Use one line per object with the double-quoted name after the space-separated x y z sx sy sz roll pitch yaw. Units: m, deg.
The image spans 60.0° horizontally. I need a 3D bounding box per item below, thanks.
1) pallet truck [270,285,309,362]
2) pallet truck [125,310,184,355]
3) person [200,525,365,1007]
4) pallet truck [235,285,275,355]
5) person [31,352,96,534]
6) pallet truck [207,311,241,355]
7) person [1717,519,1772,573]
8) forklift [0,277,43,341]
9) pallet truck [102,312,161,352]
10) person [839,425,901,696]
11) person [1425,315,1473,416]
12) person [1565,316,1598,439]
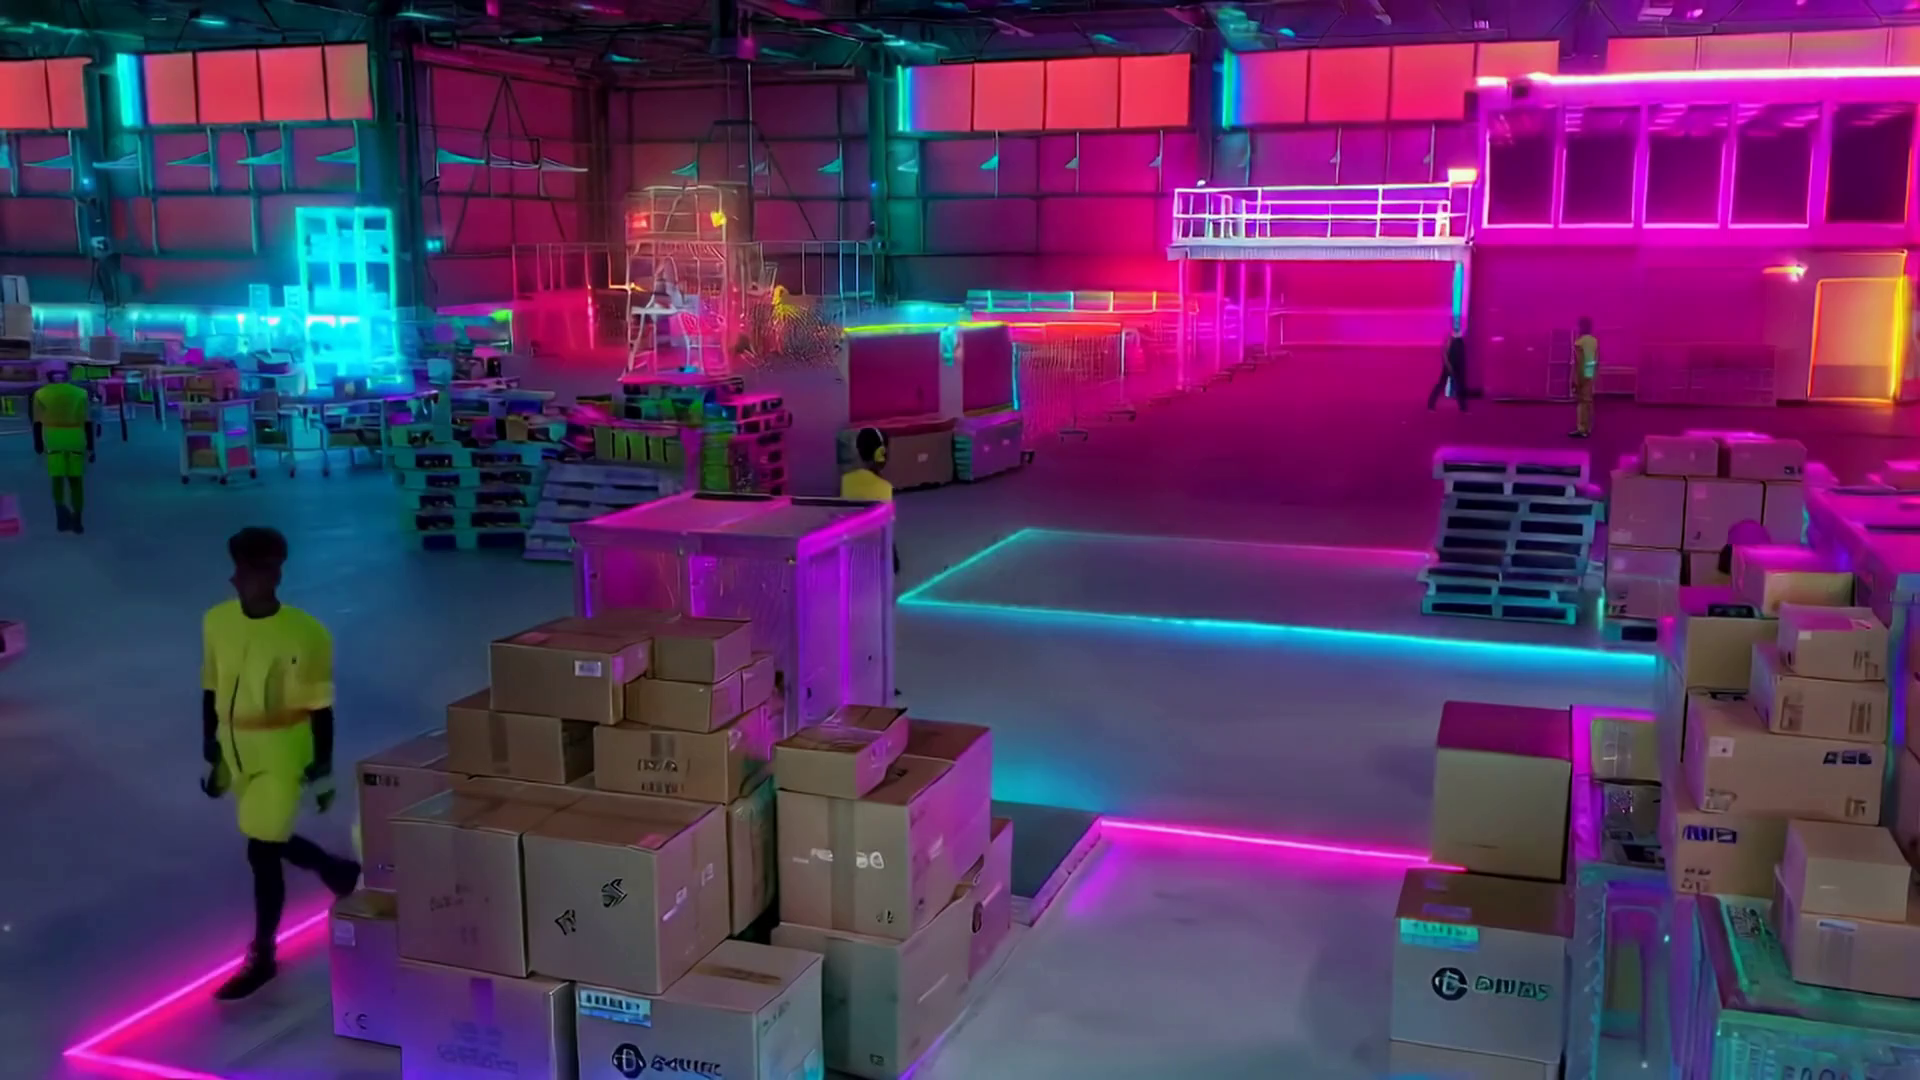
-17.147 -5.700 43.663 0.823 1.965 1.885 3 11 17 "pallet truck"
-22.038 -5.665 45.457 0.704 1.261 1.522 3 11 17 "pallet truck"
-2.793 0.863 6.886 0.633 1.936 0.845 4 11 23 "person"
-18.327 -5.835 44.421 0.823 1.965 1.885 4 11 23 "pallet truck"
-9.388 -1.004 17.451 0.548 1.925 0.396 -5 11 -27 "person"
-19.537 -5.575 44.913 0.653 1.274 1.630 3 11 19 "pallet truck"
3.849 0.759 8.076 0.483 1.711 0.532 4 11 22 "person"
-27.151 -6.329 46.328 1.157 1.987 2.680 3 11 17 "forklift"
-23.057 -5.777 46.261 0.680 1.201 1.601 3 11 19 "pallet truck"
-0.630 0.171 10.998 0.463 1.859 0.506 -8 13 -39 "person"
8.773 -3.137 29.803 0.521 1.805 0.960 -6 12 -31 "person"
9.783 -2.539 26.082 0.375 1.917 0.598 9 13 41 "person"
